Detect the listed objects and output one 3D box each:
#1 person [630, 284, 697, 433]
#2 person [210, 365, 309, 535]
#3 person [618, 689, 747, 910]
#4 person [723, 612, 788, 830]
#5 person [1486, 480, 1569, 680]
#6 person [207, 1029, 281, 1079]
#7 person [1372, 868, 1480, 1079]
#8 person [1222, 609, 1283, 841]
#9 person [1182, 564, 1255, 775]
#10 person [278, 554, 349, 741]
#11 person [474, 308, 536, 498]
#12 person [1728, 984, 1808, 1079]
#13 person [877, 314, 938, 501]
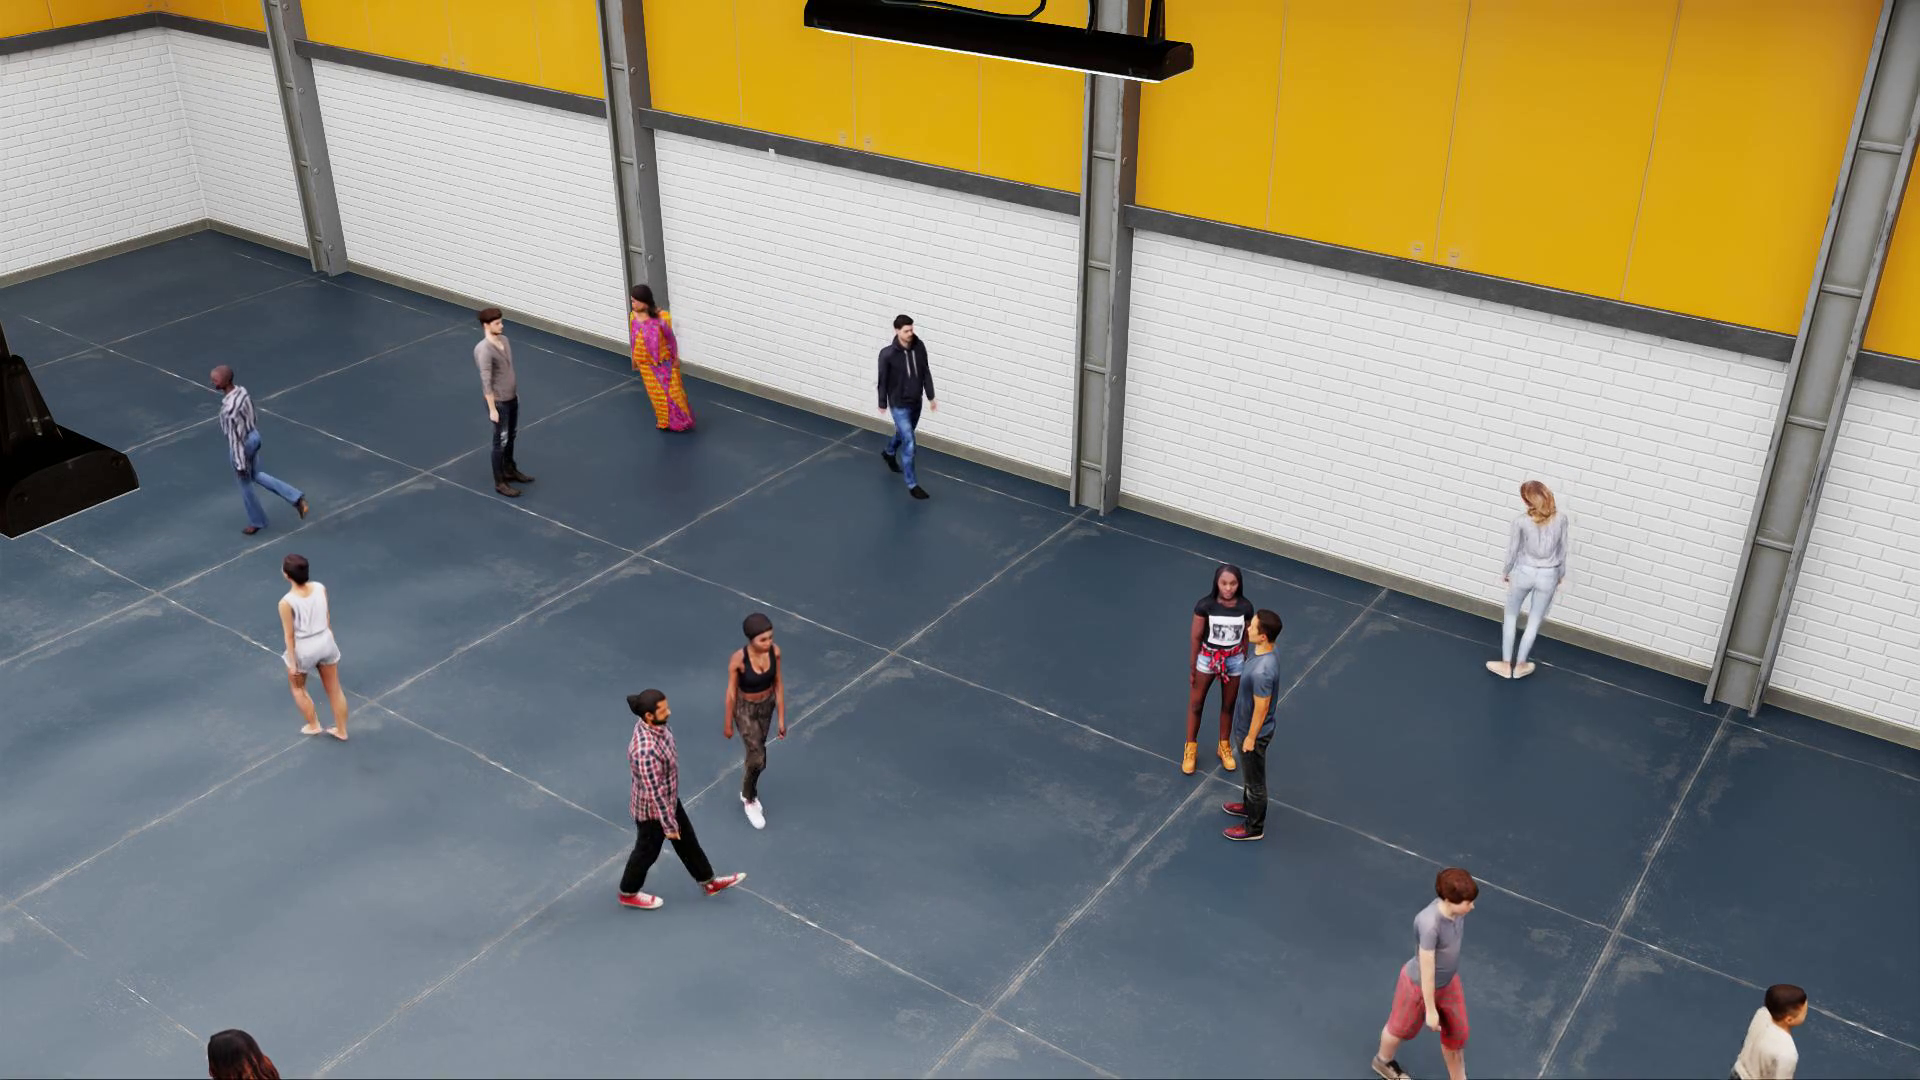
[{"bbox_3d":[-3.172,-1.931,17.627,0.725,1.638,0.929,5,29,9],"label":"person"},{"bbox_3d":[-6.538,-0.825,15.465,1.047,1.766,0.970,-3,29,-5],"label":"person"},{"bbox_3d":[-2.051,1.720,10.839,1.223,1.728,1.086,1,29,1],"label":"person"},{"bbox_3d":[-1.504,1.203,11.846,0.675,1.671,0.731,-18,34,-30],"label":"person"},{"bbox_3d":[4.639,0.329,13.353,0.628,1.764,0.769,14,32,24],"label":"person"},{"bbox_3d":[-3.521,3.097,8.417,0.763,1.630,0.715,-3,29,-6],"label":"person"},{"bbox_3d":[2.605,2.500,9.517,0.737,1.625,1.010,-22,35,-34],"label":"person"},{"bbox_3d":[2.061,1.275,11.569,0.693,1.810,0.730,5,29,9],"label":"person"},{"bbox_3d":[1.908,0.932,12.283,0.713,1.728,0.787,-1,29,-3],"label":"person"},{"bbox_3d":[-4.849,0.851,12.568,0.600,1.598,0.585,19,34,31],"label":"person"},{"bbox_3d":[-4.517,-1.382,16.342,0.723,1.903,0.770,5,29,10],"label":"person"},{"bbox_3d":[4.176,2.939,8.892,0.696,1.453,0.663,0,29,-1],"label":"person"},{"bbox_3d":[-0.583,-1.372,16.380,0.928,1.850,1.290,-21,35,-33],"label":"person"}]
